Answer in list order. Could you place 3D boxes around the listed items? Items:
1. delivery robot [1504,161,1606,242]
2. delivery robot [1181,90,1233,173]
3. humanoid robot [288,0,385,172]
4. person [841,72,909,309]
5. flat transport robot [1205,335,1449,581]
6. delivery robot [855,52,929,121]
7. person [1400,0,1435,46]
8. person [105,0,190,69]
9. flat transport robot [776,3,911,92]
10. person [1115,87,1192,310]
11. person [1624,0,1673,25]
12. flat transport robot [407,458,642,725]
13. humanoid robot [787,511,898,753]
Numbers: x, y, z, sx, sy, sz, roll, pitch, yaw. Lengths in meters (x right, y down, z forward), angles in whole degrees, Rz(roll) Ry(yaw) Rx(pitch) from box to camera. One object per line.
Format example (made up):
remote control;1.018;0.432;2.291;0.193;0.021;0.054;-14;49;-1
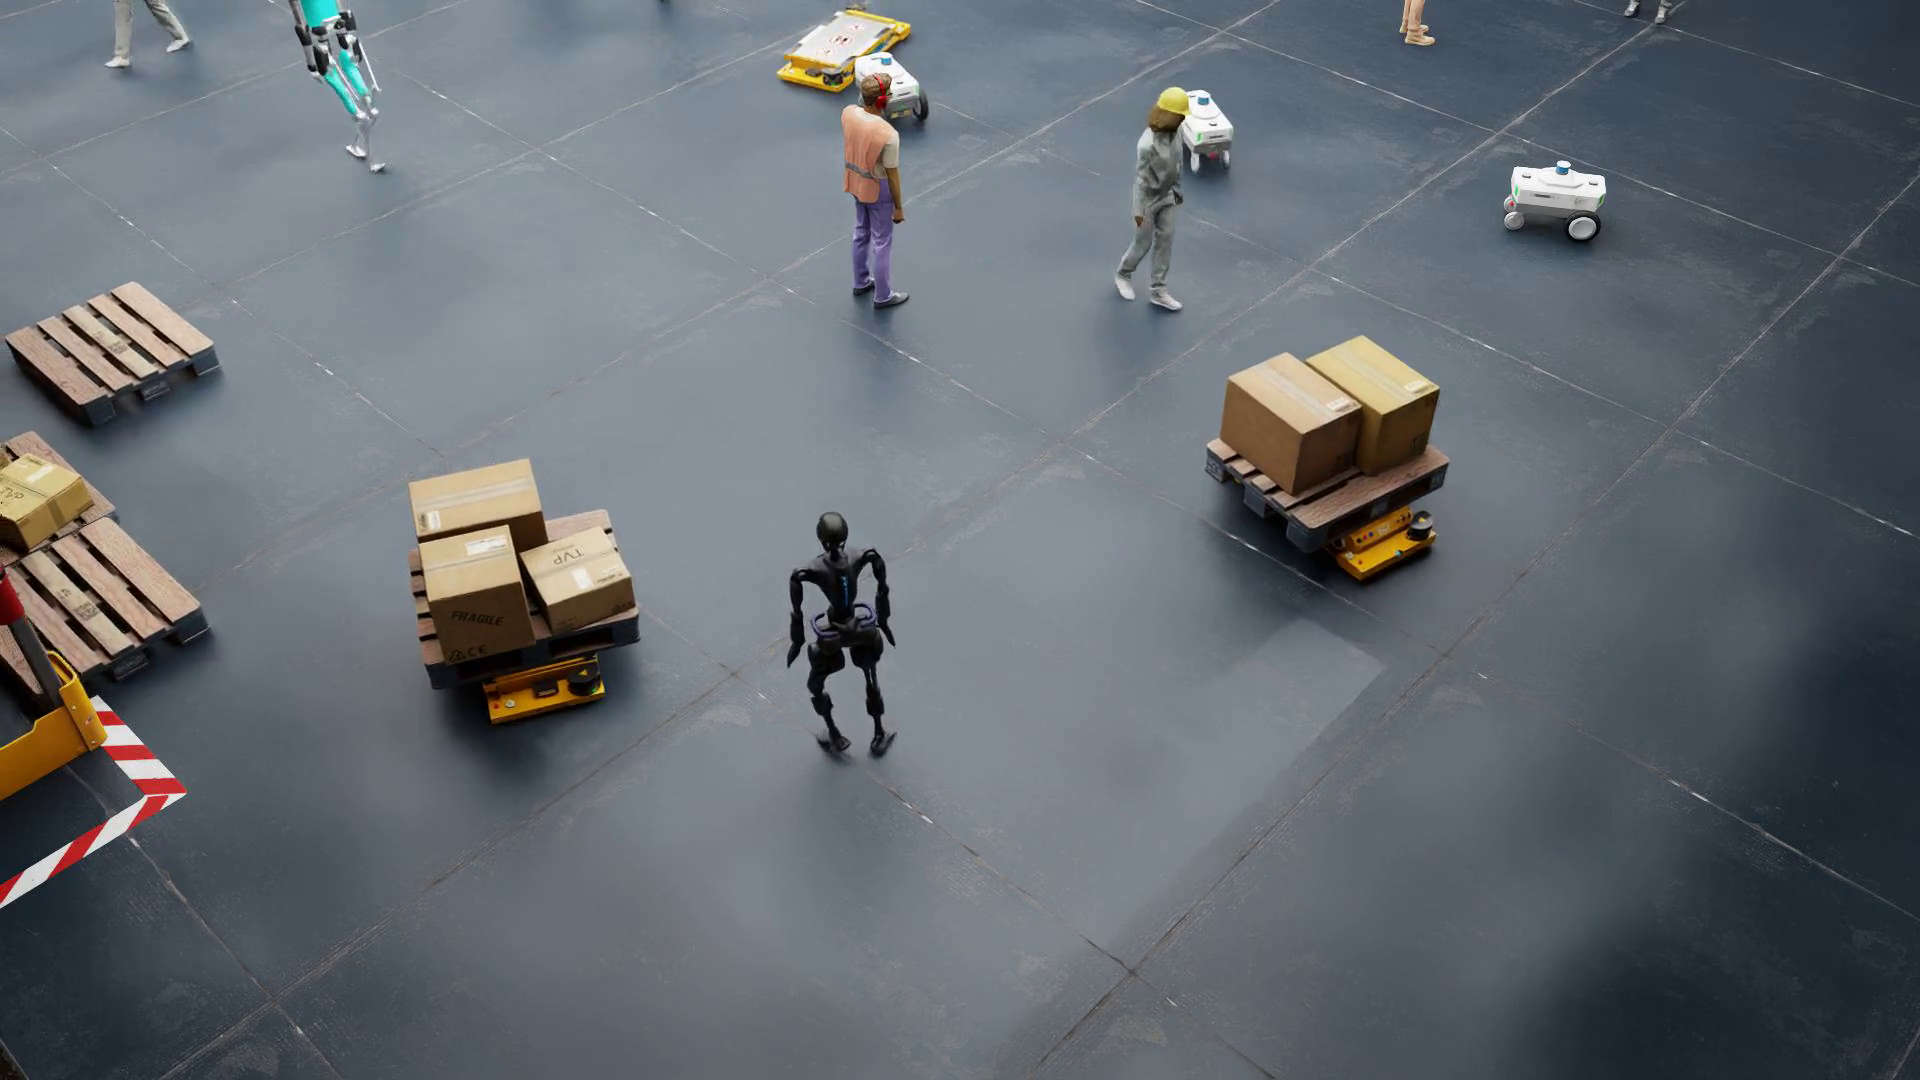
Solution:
delivery robot;4.811;-2.753;13.381;0.794;0.606;0.499;9;43;10
delivery robot;2.061;-3.543;14.245;0.499;0.587;0.777;-10;43;-11
humanoid robot;-5.050;-3.932;13.848;0.893;1.834;0.569;29;49;28
person;-0.637;-2.534;12.171;0.376;1.838;0.561;-32;51;-30
flat transport robot;2.366;-0.317;10.879;0.659;0.231;1.431;-24;47;-24
delivery robot;-0.637;-4.025;14.778;0.507;0.583;0.755;-20;46;-21
person;4.414;-5.527;15.563;0.320;1.748;0.482;1;42;2
person;-7.645;-5.145;15.258;0.550;1.578;0.870;20;46;21
flat transport robot;-1.085;-4.653;15.697;0.659;0.231;1.431;19;45;20
person;1.470;-2.499;12.205;0.539;1.716;0.502;-33;51;-31
person;6.788;-5.892;15.909;0.571;1.830;0.394;22;47;23
flat transport robot;-2.587;0.481;9.991;0.659;0.231;1.431;-13;44;-14
humanoid robot;-0.630;0.519;8.889;0.600;1.650;0.357;-16;44;-17
